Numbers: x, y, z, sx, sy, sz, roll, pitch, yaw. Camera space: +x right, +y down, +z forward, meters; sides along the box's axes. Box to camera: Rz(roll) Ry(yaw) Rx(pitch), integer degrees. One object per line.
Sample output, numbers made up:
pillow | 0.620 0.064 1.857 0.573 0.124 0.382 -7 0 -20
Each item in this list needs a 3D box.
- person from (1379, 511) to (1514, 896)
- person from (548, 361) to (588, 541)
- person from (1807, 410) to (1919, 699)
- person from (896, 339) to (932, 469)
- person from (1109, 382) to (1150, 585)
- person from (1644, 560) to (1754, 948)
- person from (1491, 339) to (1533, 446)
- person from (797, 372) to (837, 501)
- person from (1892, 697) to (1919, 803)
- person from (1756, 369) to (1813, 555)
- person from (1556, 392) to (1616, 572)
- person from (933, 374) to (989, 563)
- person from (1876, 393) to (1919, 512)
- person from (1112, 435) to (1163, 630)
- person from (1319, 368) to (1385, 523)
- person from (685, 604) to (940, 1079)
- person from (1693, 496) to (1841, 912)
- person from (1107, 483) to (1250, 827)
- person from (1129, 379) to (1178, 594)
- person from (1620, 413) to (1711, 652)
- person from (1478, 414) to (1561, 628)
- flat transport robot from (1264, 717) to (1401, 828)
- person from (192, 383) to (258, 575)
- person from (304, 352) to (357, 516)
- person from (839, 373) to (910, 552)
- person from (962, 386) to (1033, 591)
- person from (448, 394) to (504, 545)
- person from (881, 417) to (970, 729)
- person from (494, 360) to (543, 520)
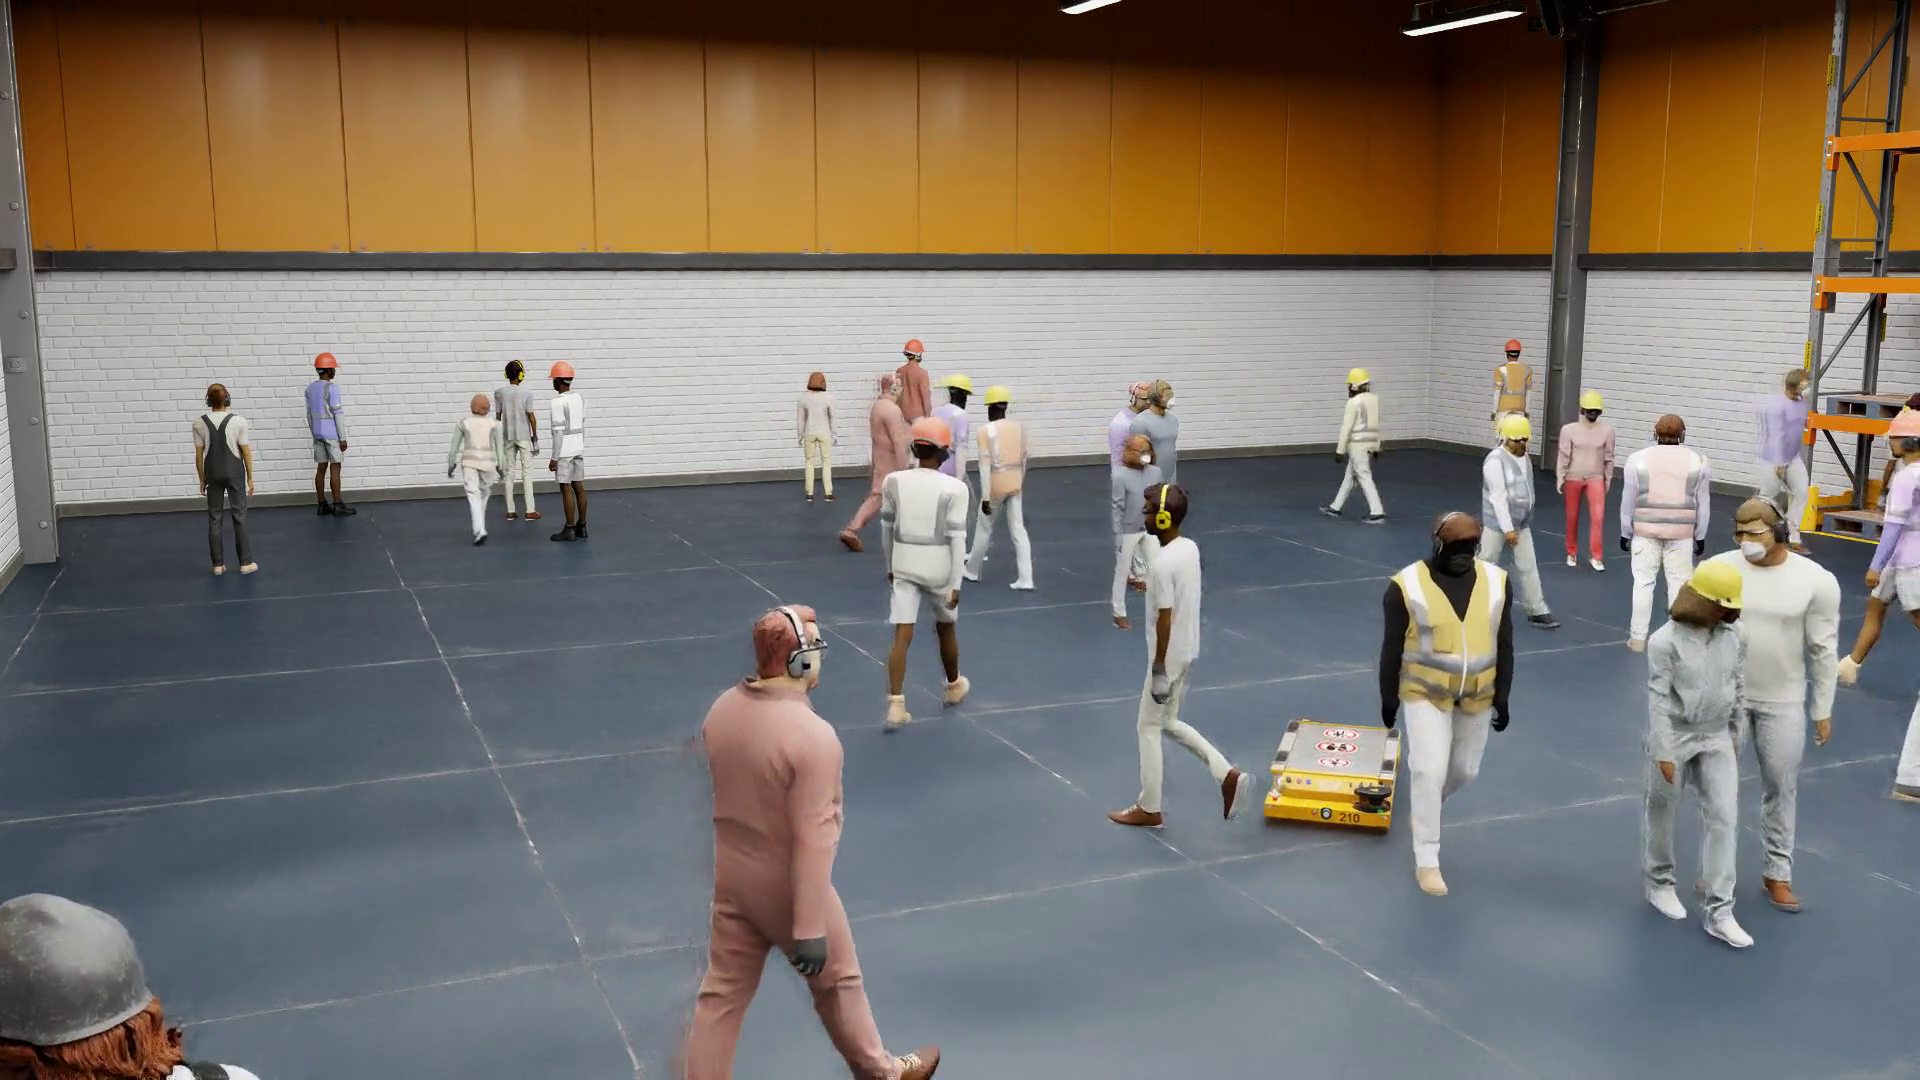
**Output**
person | 2.345 0.735 8.116 0.621 1.814 0.801 -1 9 -3
person | -4.245 -0.951 17.911 0.361 1.939 0.542 4 10 21
person | 6.462 0.107 11.363 1.042 1.992 0.627 9 13 42
person | -0.601 -1.646 21.946 0.611 1.997 0.375 9 13 43
person | 1.665 -0.532 15.524 0.401 1.894 0.655 9 13 43
person | 3.265 0.915 7.315 0.504 1.686 0.773 -1 9 -6
person | 7.753 -1.859 23.426 0.551 1.932 0.376 0 9 -2
person | -1.795 -1.301 20.958 0.507 1.631 0.266 1 9 4
person | 5.485 0.573 8.922 0.787 1.853 0.591 5 11 30
person | 8.453 -0.780 16.943 0.657 1.906 0.746 -5 11 -29
person | 6.079 -0.561 16.168 0.546 1.740 0.762 2 10 14
person | -0.020 -0.700 16.544 0.704 1.885 0.589 -7 12 -36
person | 8.601 -0.402 14.938 0.521 1.829 0.851 -1 9 -7
person | 1.480 -0.035 13.366 0.537 1.602 0.758 -5 11 -29
person | 4.586 -1.093 19.263 0.938 1.781 0.622 8 13 42
person | -0.535 1.130 5.533 1.028 1.852 0.676 -9 13 -43
person | 3.684 0.744 7.705 0.663 1.925 0.378 6 11 34
person | 1.144 0.618 8.669 0.661 1.854 0.531 5 11 27
person | 1.781 -0.485 15.090 0.364 1.939 0.636 8 12 41
person | 5.387 -0.049 12.745 0.634 1.841 0.429 3 10 18
person | 4.490 -0.164 13.685 0.597 1.778 0.917 -8 12 -39
flat transport robot | 2.131 1.285 9.402 0.652 0.197 1.431 3 10 17
person | -7.047 -0.581 15.951 0.508 1.847 0.345 -2 10 -11
person | -7.474 -1.248 19.710 0.543 1.939 0.361 5 11 28
person | -0.803 -0.801 17.240 0.956 1.867 0.643 -2 10 -11
person | 0.358 -0.482 15.302 0.598 1.860 1.009 -7 12 -36
person | -5.172 -0.762 17.818 0.578 1.590 0.861 -3 10 -19
person | -0.231 0.196 10.850 0.628 1.989 1.070 3 10 17
person | -5.143 -1.157 19.368 0.509 1.872 0.328 1 9 8
